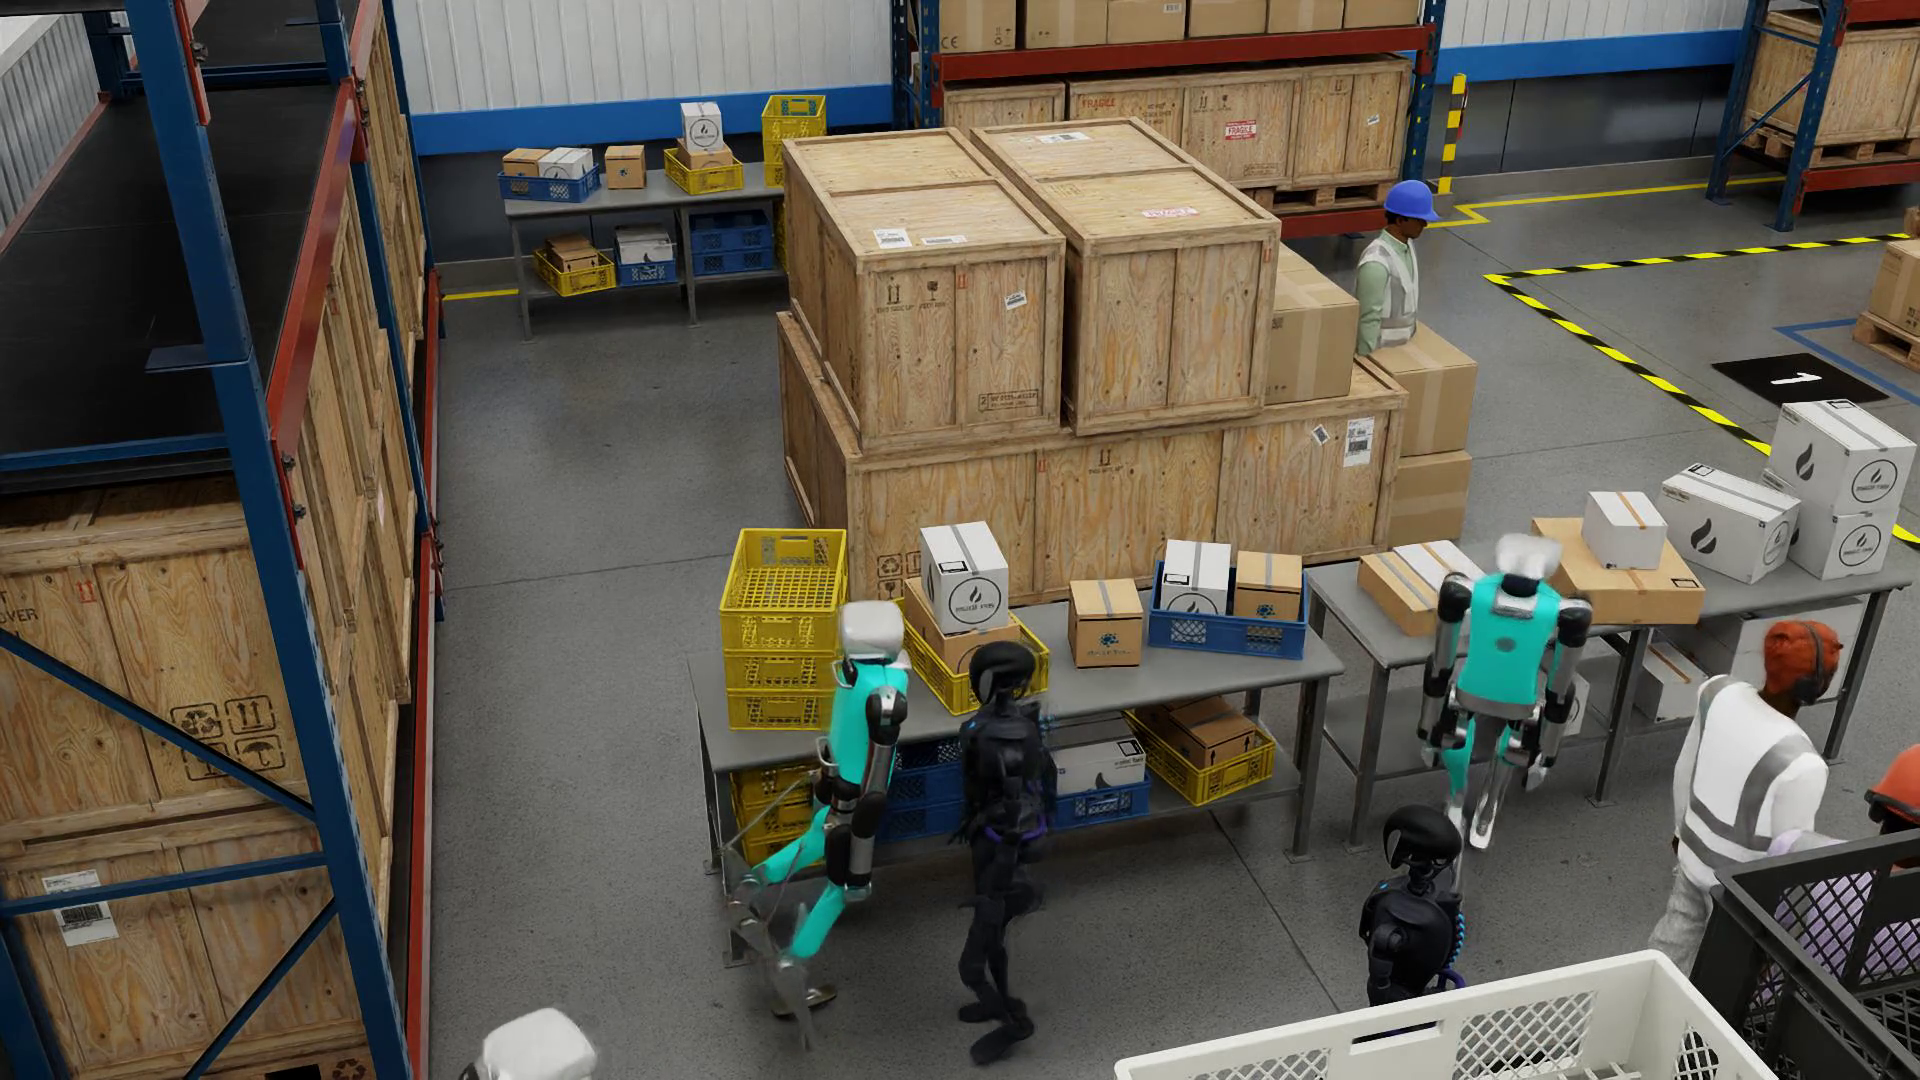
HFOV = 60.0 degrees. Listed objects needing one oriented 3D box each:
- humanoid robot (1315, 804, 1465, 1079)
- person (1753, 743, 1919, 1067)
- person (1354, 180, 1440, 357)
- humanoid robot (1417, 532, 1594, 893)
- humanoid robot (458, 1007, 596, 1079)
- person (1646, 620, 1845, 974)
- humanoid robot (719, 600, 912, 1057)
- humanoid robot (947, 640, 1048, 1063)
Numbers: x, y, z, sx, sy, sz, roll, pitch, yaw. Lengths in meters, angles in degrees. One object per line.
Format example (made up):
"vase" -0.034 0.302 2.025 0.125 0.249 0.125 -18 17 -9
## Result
"humanoid robot" 1.295 1.481 4.954 0.315 1.657 0.599 19 34 30
"person" 2.477 1.422 4.714 0.608 2.033 0.402 25 38 38
"person" 2.372 -1.070 9.337 0.413 1.936 0.610 17 33 28
"humanoid robot" 2.086 0.639 6.481 0.542 1.769 1.025 11 31 19
"humanoid robot" -0.807 1.849 4.273 0.548 1.830 0.656 23 36 35
"person" 2.540 1.083 5.474 0.337 1.883 0.582 -6 29 -10
"humanoid robot" -0.551 1.088 5.764 0.794 1.891 0.532 -7 30 -12
"humanoid robot" 0.116 1.057 5.729 0.336 1.652 0.588 -5 29 -10
